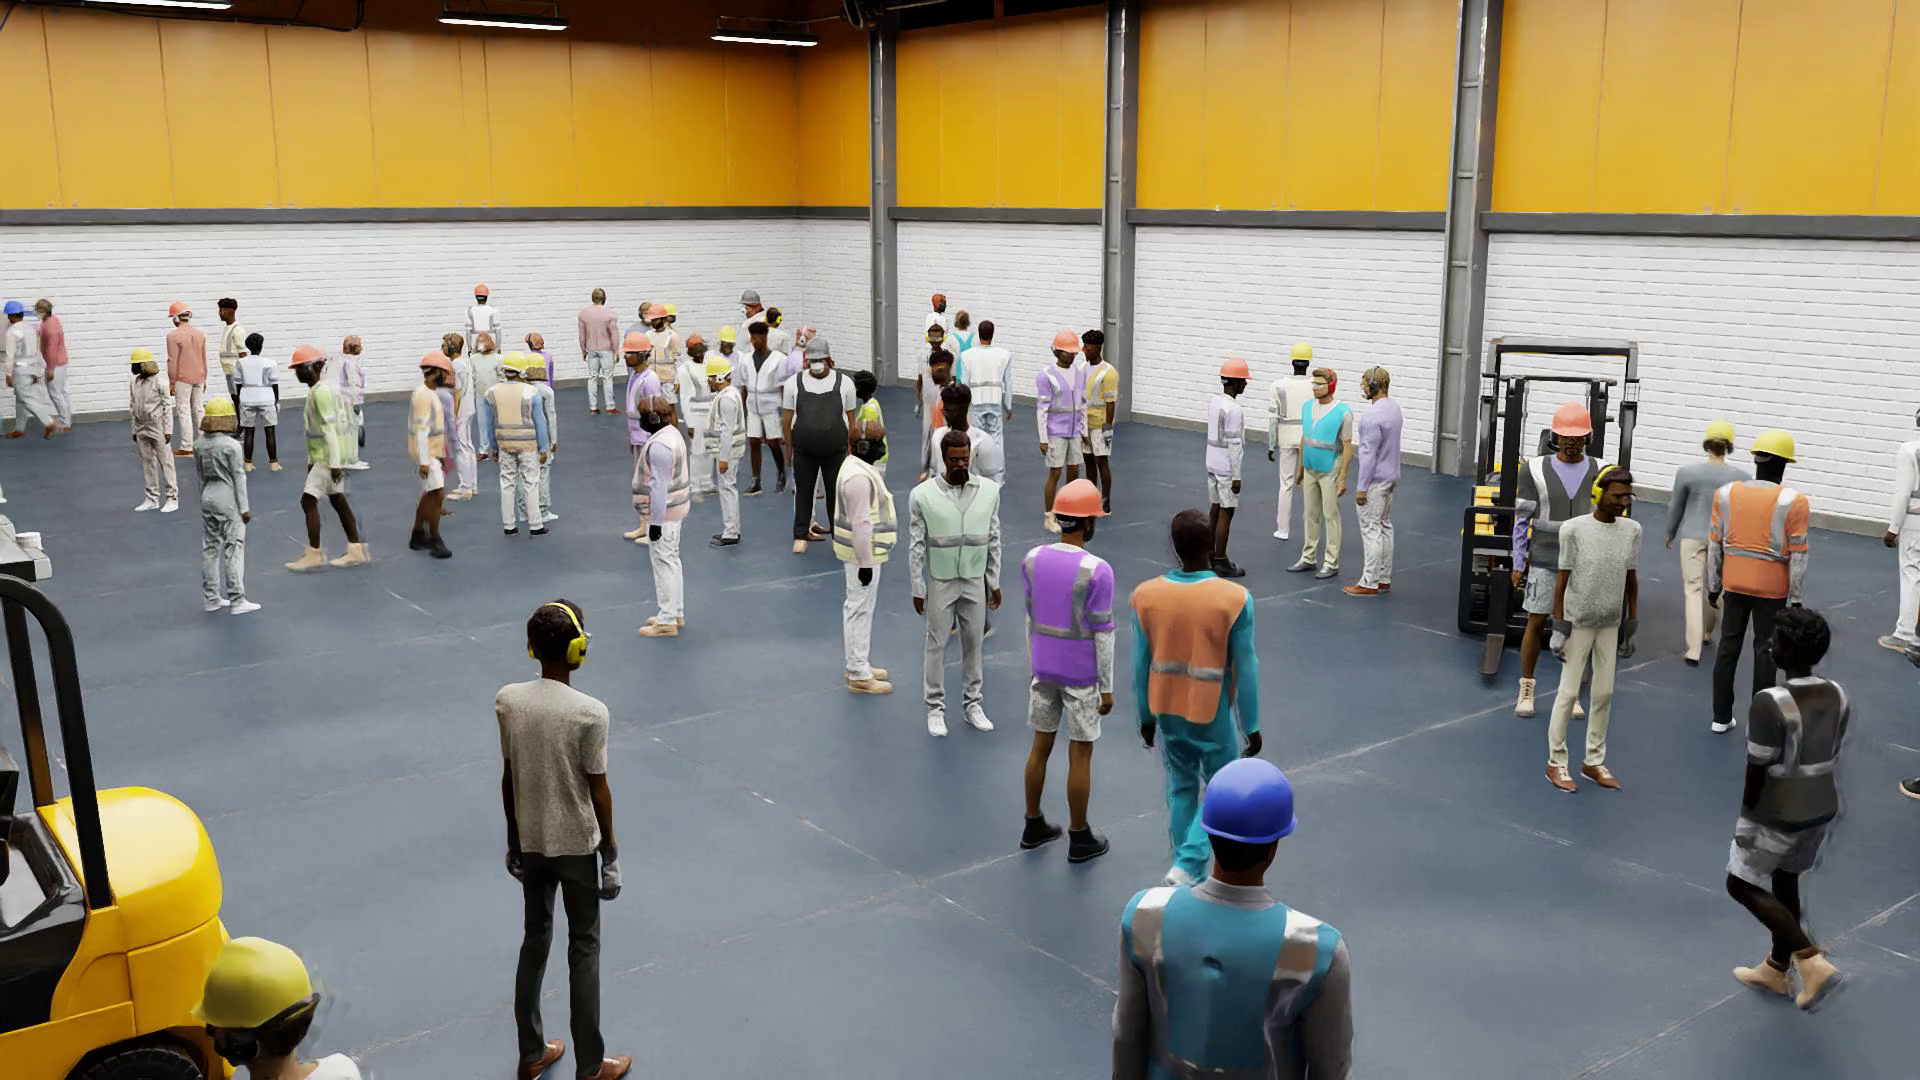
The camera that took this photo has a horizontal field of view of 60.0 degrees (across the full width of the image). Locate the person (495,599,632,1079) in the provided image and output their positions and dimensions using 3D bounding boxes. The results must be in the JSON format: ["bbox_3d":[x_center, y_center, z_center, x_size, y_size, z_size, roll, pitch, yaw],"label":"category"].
[{"bbox_3d":[-1.483,1.141,6.183,0.507,1.861,0.327,5,13,23],"label":"person"}]

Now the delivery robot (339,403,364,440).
[{"bbox_3d":[-8.230,-1.595,22.318,0.477,0.478,0.707,-2,12,-11],"label":"delivery robot"}]

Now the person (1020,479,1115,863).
[{"bbox_3d":[0.563,0.649,8.387,0.543,1.928,0.399,10,15,40],"label":"person"}]

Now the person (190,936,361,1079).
[{"bbox_3d":[-1.408,1.716,3.662,0.667,1.746,0.526,2,12,11],"label":"person"}]

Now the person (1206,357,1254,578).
[{"bbox_3d":[2.355,-0.633,14.571,0.389,1.930,0.544,-2,12,-11],"label":"person"}]

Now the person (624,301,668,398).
[{"bbox_3d":[-4.166,-2.228,22.279,0.637,1.930,0.371,-8,14,-33],"label":"person"}]

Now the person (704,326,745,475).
[{"bbox_3d":[-2.867,-1.724,20.208,0.600,1.785,0.949,-4,12,-17],"label":"person"}]

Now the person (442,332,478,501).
[{"bbox_3d":[-5.498,-1.351,18.234,0.336,1.845,0.514,0,12,-1],"label":"person"}]

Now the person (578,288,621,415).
[{"bbox_3d":[-5.471,-2.859,25.292,0.635,1.937,0.352,3,12,12],"label":"person"}]

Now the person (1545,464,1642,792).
[{"bbox_3d":[3.553,0.491,9.314,0.520,1.858,0.338,-2,12,-9],"label":"person"}]

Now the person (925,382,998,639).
[{"bbox_3d":[-0.002,-0.206,12.423,0.613,1.964,0.366,10,15,39],"label":"person"}]

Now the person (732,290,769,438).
[{"bbox_3d":[-2.886,-2.437,23.007,0.536,2.000,0.683,-5,13,-23],"label":"person"}]

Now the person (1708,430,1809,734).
[{"bbox_3d":[4.879,0.281,10.185,0.390,1.916,0.585,-9,15,-38],"label":"person"}]

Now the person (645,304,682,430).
[{"bbox_3d":[-3.890,-2.099,21.626,0.552,1.935,0.373,5,13,23],"label":"person"}]

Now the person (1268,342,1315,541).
[{"bbox_3d":[3.267,-0.945,16.077,0.585,1.927,0.366,1,12,5],"label":"person"}]

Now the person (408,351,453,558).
[{"bbox_3d":[-4.928,-0.786,15.398,0.493,1.889,0.645,-1,12,-4],"label":"person"}]

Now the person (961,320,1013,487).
[{"bbox_3d":[0.305,-1.545,18.999,0.596,1.914,0.373,-1,12,-6],"label":"person"}]

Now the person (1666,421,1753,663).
[{"bbox_3d":[5.409,-0.007,12.053,0.526,1.718,0.912,3,12,15],"label":"person"}]

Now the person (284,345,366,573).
[{"bbox_3d":[-5.742,-0.713,14.761,0.846,2.004,0.641,-5,13,-22],"label":"person"}]

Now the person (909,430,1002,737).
[{"bbox_3d":[-0.035,0.257,10.320,0.588,1.911,0.386,-4,12,-20],"label":"person"}]

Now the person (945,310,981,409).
[{"bbox_3d":[0.056,-2.121,21.976,0.529,1.835,0.509,-2,12,-8],"label":"person"}]

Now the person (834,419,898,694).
[{"bbox_3d":[-0.634,0.102,11.227,0.430,1.843,0.625,-1,12,-4],"label":"person"}]

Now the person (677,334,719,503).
[{"bbox_3d":[-2.799,-1.341,18.190,0.347,1.854,0.788,6,13,26],"label":"person"}]

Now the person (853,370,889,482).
[{"bbox_3d":[-0.846,-0.778,15.858,0.326,1.690,0.536,-1,12,-5],"label":"person"}]

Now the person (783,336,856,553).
[{"bbox_3d":[-1.304,-0.881,15.491,0.688,2.000,0.536,-1,12,-4],"label":"person"}]

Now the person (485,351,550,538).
[{"bbox_3d":[-4.292,-0.923,16.196,0.597,1.832,0.404,2,12,8],"label":"person"}]

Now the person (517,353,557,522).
[{"bbox_3d":[-4.348,-1.047,17.052,0.490,1.730,0.325,3,12,13],"label":"person"}]

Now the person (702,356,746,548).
[{"bbox_3d":[-2.241,-0.840,15.844,0.403,1.817,0.605,-1,12,-7],"label":"person"}]

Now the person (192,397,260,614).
[{"bbox_3d":[-5.891,-0.278,13.327,0.481,1.735,0.330,5,13,24],"label":"person"}]

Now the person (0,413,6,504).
[{"bbox_3d":[-10.596,-1.172,17.891,0.528,1.633,0.314,-4,12,-19],"label":"person"}]

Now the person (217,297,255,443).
[{"bbox_3d":[-9.822,-2.300,22.522,0.362,1.965,0.611,-9,15,-38],"label":"person"}]
